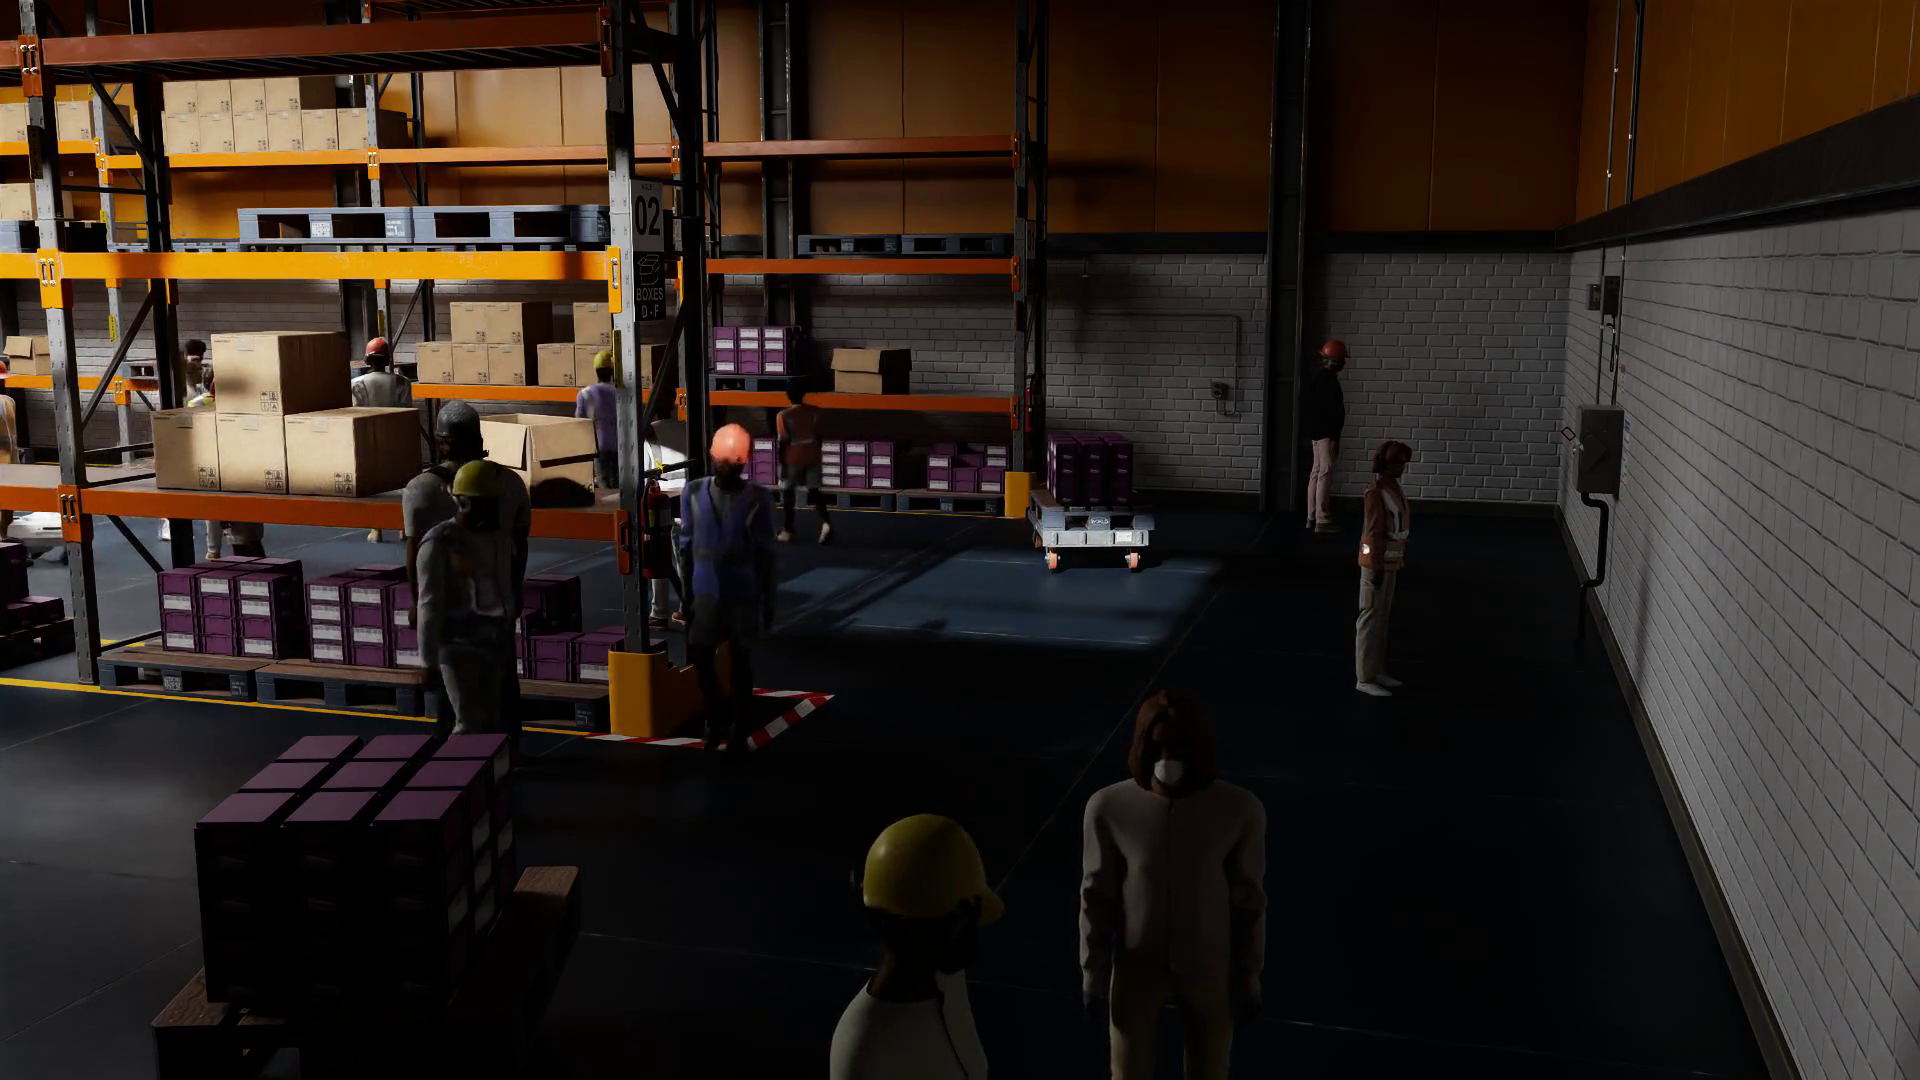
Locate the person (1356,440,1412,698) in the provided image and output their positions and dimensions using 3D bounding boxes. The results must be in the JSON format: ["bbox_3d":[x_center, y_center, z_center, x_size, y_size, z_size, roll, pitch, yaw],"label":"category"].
[{"bbox_3d":[2.723,0.177,10.713,0.313,1.637,0.513,5,11,29],"label":"person"}]

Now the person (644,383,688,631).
[{"bbox_3d":[-2.227,-0.254,12.588,0.576,1.884,0.354,-9,13,-44],"label":"person"}]

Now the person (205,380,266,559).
[{"bbox_3d":[-5.533,-0.304,12.728,0.379,1.937,0.547,0,9,1],"label":"person"}]

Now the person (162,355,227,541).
[{"bbox_3d":[-7.648,-0.923,16.734,0.864,1.865,0.644,-3,10,-20],"label":"person"}]

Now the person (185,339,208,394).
[{"bbox_3d":[-8.721,-1.334,19.029,0.759,1.934,0.391,6,11,33],"label":"person"}]

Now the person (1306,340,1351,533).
[{"bbox_3d":[3.832,-1.078,17.281,0.396,1.990,0.621,-1,9,-4],"label":"person"}]

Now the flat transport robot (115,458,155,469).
[{"bbox_3d":[-10.415,-0.884,21.333,0.652,0.197,1.431,-1,9,-3],"label":"flat transport robot"}]

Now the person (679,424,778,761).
[{"bbox_3d":[-1.280,0.303,9.156,0.564,1.902,0.526,1,9,5],"label":"person"}]

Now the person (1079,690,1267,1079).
[{"bbox_3d":[0.577,1.196,4.552,0.505,1.624,0.296,1,9,8],"label":"person"}]

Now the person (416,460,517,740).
[{"bbox_3d":[-2.353,0.520,8.052,0.413,1.819,0.627,4,10,22],"label":"person"}]

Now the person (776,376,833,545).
[{"bbox_3d":[-1.565,-0.778,16.431,0.547,1.703,0.591,-6,11,-31],"label":"person"}]

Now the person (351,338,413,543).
[{"bbox_3d":[-5.754,-0.988,16.581,0.608,2.044,0.371,-5,10,-26],"label":"person"}]

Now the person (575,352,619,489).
[{"bbox_3d":[-3.636,-0.977,17.013,0.609,1.870,0.974,-4,10,-23],"label":"person"}]

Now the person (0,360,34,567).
[{"bbox_3d":[-8.658,-0.677,15.006,0.371,1.935,0.551,2,9,10],"label":"person"}]

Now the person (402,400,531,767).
[{"bbox_3d":[-2.689,0.257,8.997,0.682,2.000,0.537,-7,12,-38],"label":"person"}]

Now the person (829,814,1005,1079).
[{"bbox_3d":[-0.075,1.360,3.110,0.326,1.767,0.533,3,10,17],"label":"person"}]

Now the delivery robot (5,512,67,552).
[{"bbox_3d":[-8.466,-0.100,15.408,0.707,0.478,0.477,-1,9,-9],"label":"delivery robot"}]

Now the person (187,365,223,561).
[{"bbox_3d":[-6.891,-0.713,15.555,0.629,1.837,0.429,-6,11,-34],"label":"person"}]
